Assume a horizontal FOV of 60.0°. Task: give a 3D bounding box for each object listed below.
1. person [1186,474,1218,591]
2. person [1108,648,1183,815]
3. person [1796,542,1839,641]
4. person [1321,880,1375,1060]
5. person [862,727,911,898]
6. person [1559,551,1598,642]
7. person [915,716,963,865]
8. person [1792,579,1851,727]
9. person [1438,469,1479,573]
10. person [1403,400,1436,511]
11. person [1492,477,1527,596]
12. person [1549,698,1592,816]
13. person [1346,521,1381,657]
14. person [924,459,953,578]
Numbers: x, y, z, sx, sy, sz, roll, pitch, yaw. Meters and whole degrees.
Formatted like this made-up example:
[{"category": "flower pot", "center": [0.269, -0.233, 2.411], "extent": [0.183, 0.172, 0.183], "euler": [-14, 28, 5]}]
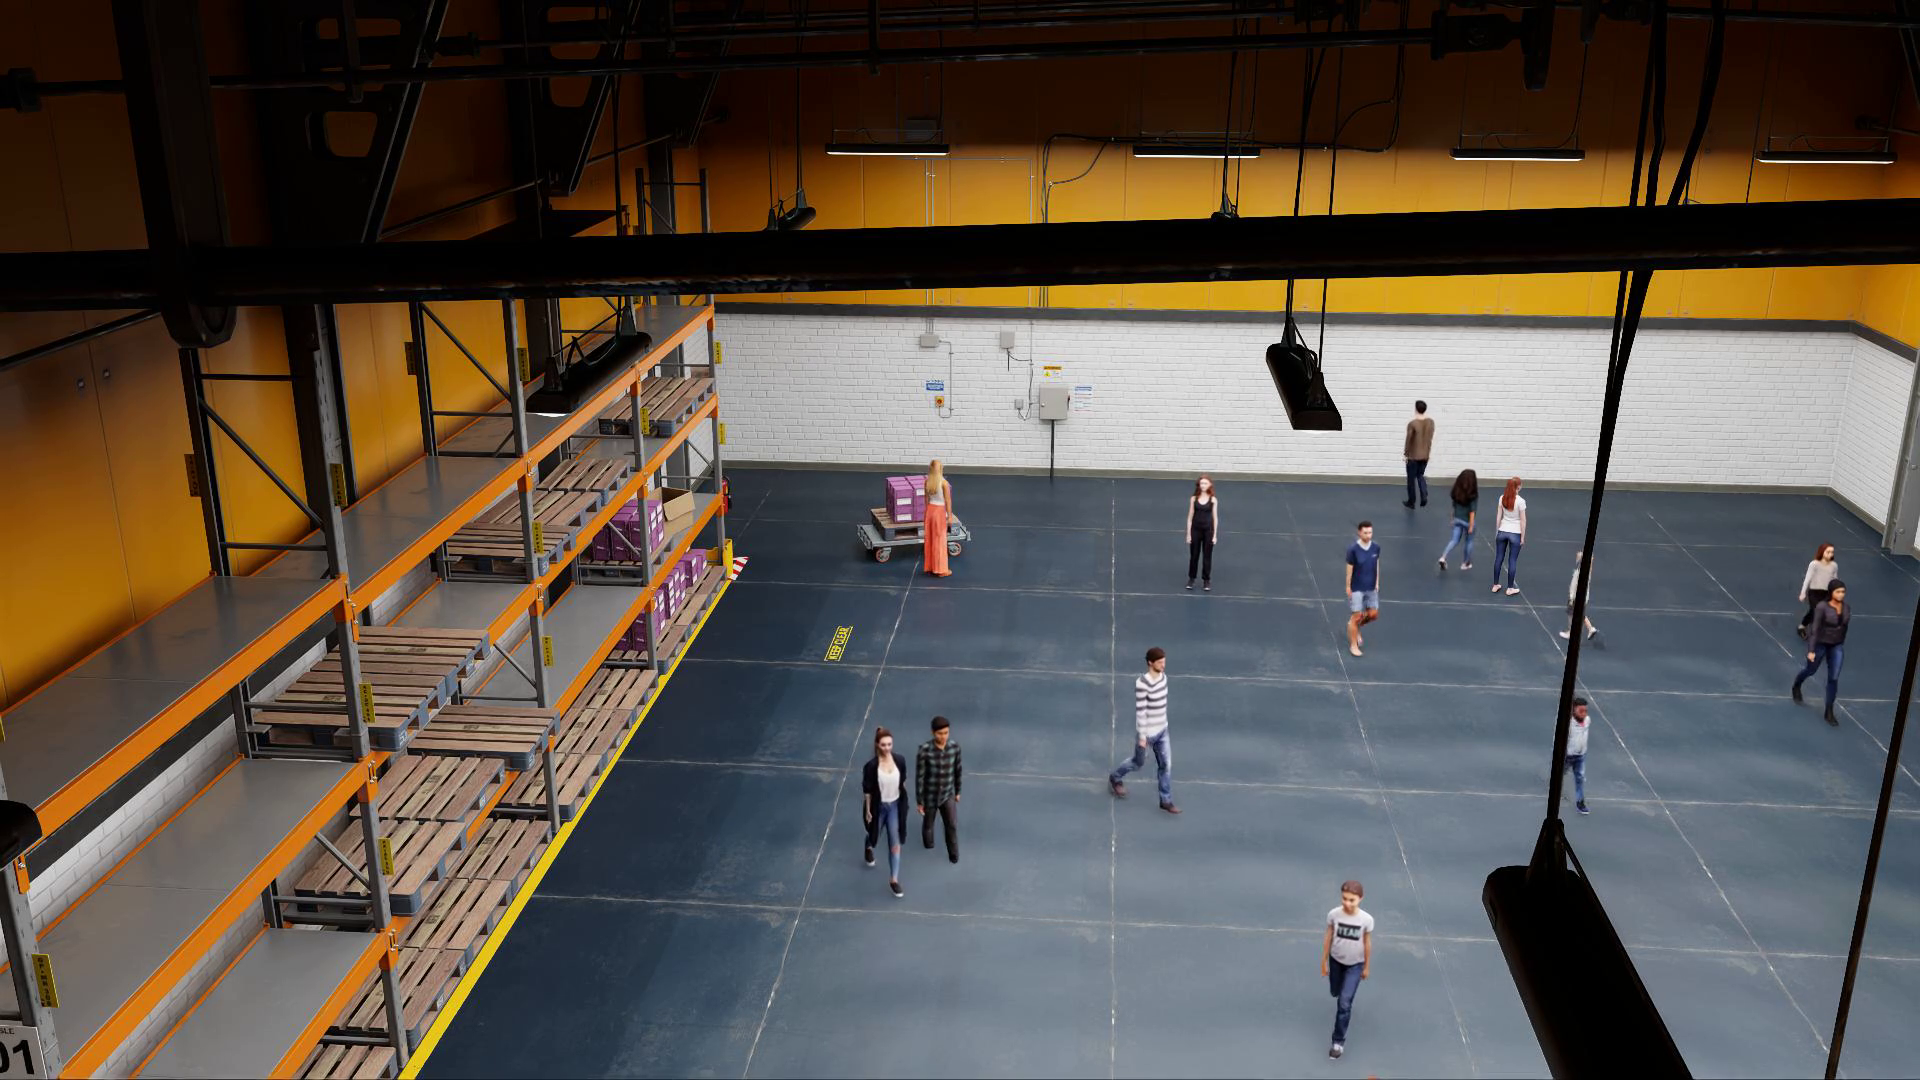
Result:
[{"category": "person", "center": [3.542, -0.129, 24.250], "extent": [0.621, 1.745, 0.554], "euler": [5, 19, 14]}, {"category": "person", "center": [1.961, 2.010, 17.788], "extent": [1.183, 1.815, 1.208], "euler": [-16, 25, -40]}, {"category": "person", "center": [11.427, 0.717, 22.201], "extent": [0.676, 1.450, 1.017], "euler": [-1, 19, -4]}, {"category": "person", "center": [3.234, 3.479, 13.863], "extent": [0.765, 1.537, 1.077], "euler": [8, 20, 24]}, {"category": "person", "center": [-0.769, 2.597, 16.293], "extent": [0.933, 1.657, 1.171], "euler": [-7, 20, -19]}, {"category": "person", "center": [8.363, 0.772, 22.328], "extent": [0.716, 1.263, 0.807], "euler": [-11, 21, -29]}, {"category": "person", "center": [-0.241, 2.540, 16.908], "extent": [0.864, 1.693, 0.988], "euler": [-4, 19, -12]}, {"category": "person", "center": [10.401, 1.292, 20.091], "extent": [0.738, 1.707, 1.204], "euler": [-1, 19, -2]}, {"category": "person", "center": [7.486, -0.261, 24.879], "extent": [1.054, 1.594, 0.997], "euler": [-15, 24, -37]}, {"category": "person", "center": [7.709, -1.399, 27.811], "extent": [0.807, 1.880, 0.875], "euler": [-6, 20, -18]}, {"category": "person", "center": [7.951, -0.069, 24.084], "extent": [0.666, 1.738, 0.701], "euler": [16, 24, 38]}, {"category": "person", "center": [6.583, 2.264, 17.943], "extent": [0.640, 1.236, 0.927], "euler": [-3, 19, -9]}, {"category": "person", "center": [5.272, 0.595, 21.959], "extent": [0.760, 1.836, 0.834], "euler": [-5, 19, -14]}, {"category": "person", "center": [-0.356, -0.336, 24.775], "extent": [0.728, 1.802, 0.760], "euler": [15, 24, 38]}]
